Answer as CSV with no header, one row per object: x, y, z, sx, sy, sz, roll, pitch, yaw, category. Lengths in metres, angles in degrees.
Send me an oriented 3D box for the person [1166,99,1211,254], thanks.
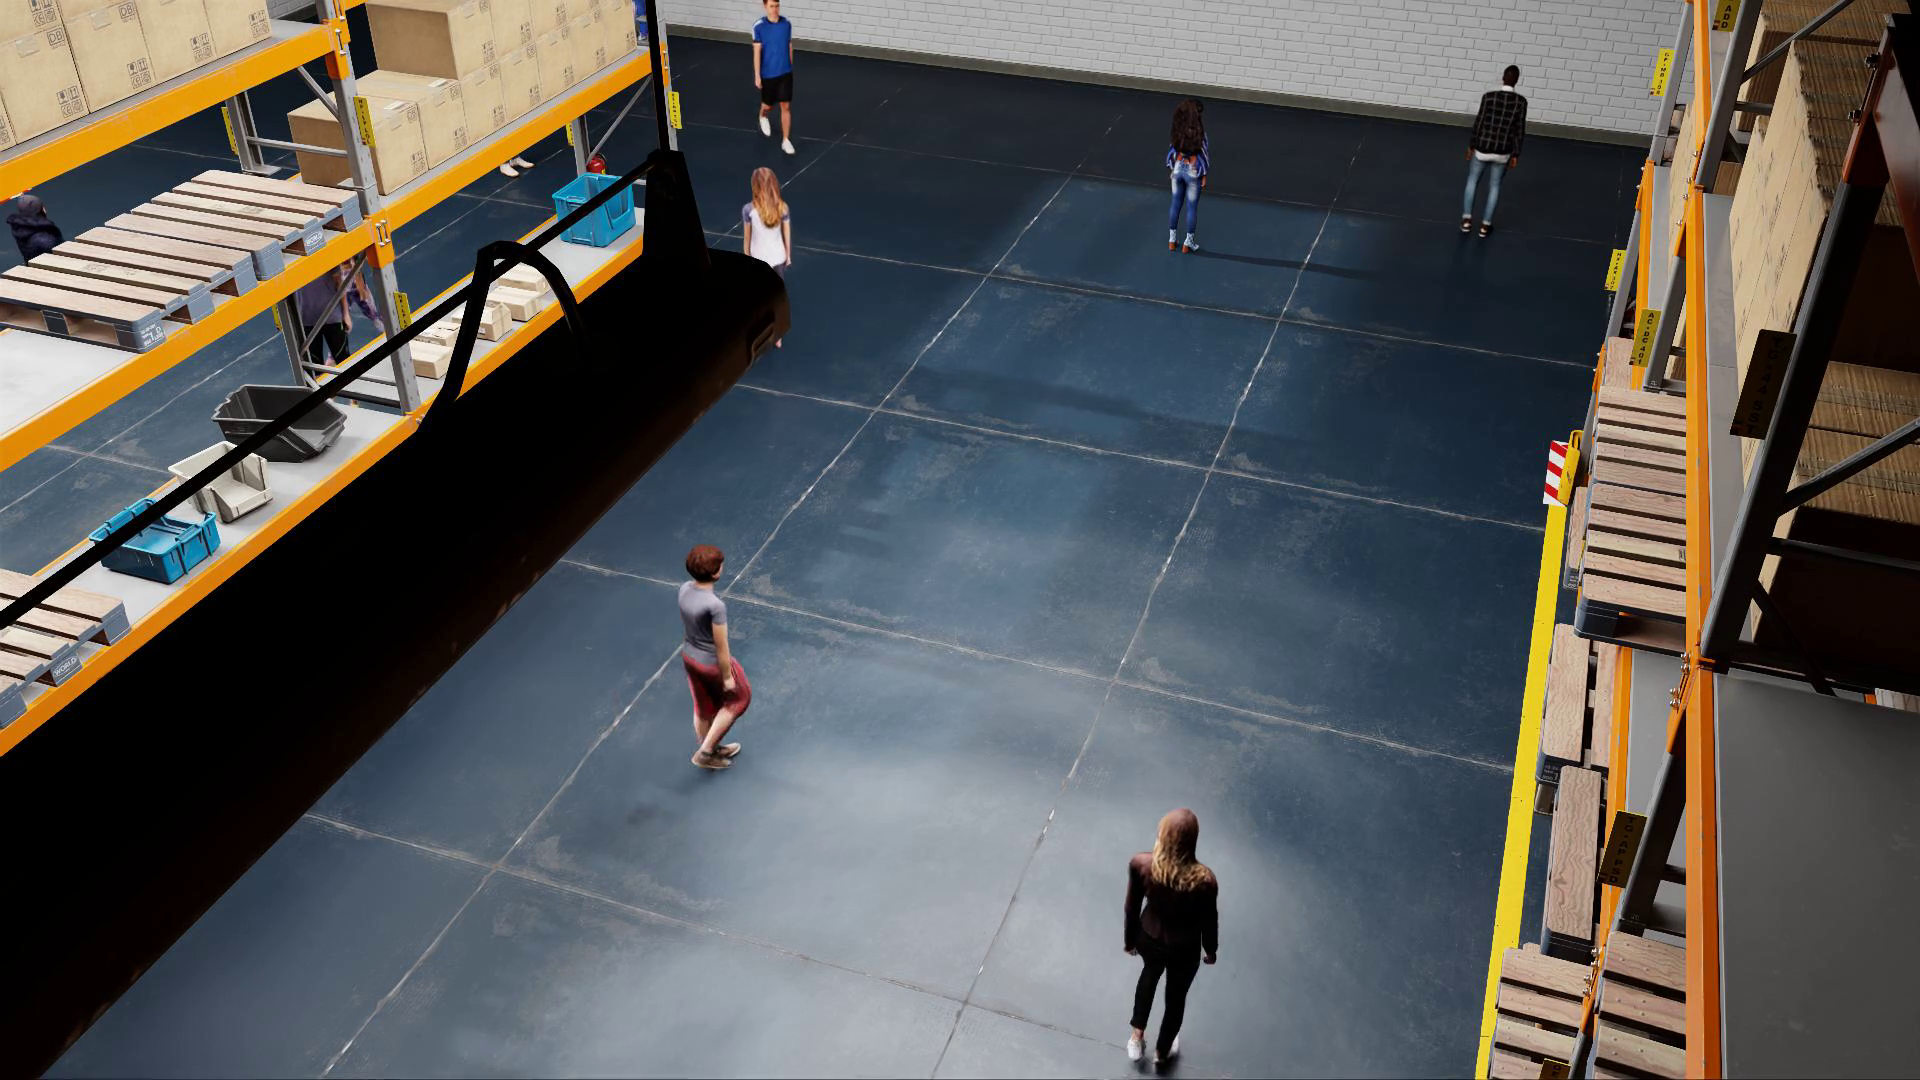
2.342,-3.761,17.129,0.675,1.621,0.640,22,39,29,person

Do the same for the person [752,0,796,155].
-2.203,-5.531,19.595,1.138,1.840,1.205,-15,36,-21,person

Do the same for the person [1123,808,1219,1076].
1.009,2.074,8.288,0.649,1.690,0.639,17,37,23,person

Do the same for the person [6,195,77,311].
-8.132,-2.248,14.814,0.745,1.663,0.799,19,38,26,person

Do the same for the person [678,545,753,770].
-1.608,0.790,10.262,0.802,1.644,0.749,-28,42,-35,person

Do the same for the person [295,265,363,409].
-5.389,-1.847,14.009,0.759,1.888,0.784,-8,35,-12,person

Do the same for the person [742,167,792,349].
-1.739,-2.522,15.181,0.734,1.713,0.787,-13,36,-18,person

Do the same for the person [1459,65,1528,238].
5.563,-4.057,17.397,0.711,1.817,0.594,9,35,14,person
